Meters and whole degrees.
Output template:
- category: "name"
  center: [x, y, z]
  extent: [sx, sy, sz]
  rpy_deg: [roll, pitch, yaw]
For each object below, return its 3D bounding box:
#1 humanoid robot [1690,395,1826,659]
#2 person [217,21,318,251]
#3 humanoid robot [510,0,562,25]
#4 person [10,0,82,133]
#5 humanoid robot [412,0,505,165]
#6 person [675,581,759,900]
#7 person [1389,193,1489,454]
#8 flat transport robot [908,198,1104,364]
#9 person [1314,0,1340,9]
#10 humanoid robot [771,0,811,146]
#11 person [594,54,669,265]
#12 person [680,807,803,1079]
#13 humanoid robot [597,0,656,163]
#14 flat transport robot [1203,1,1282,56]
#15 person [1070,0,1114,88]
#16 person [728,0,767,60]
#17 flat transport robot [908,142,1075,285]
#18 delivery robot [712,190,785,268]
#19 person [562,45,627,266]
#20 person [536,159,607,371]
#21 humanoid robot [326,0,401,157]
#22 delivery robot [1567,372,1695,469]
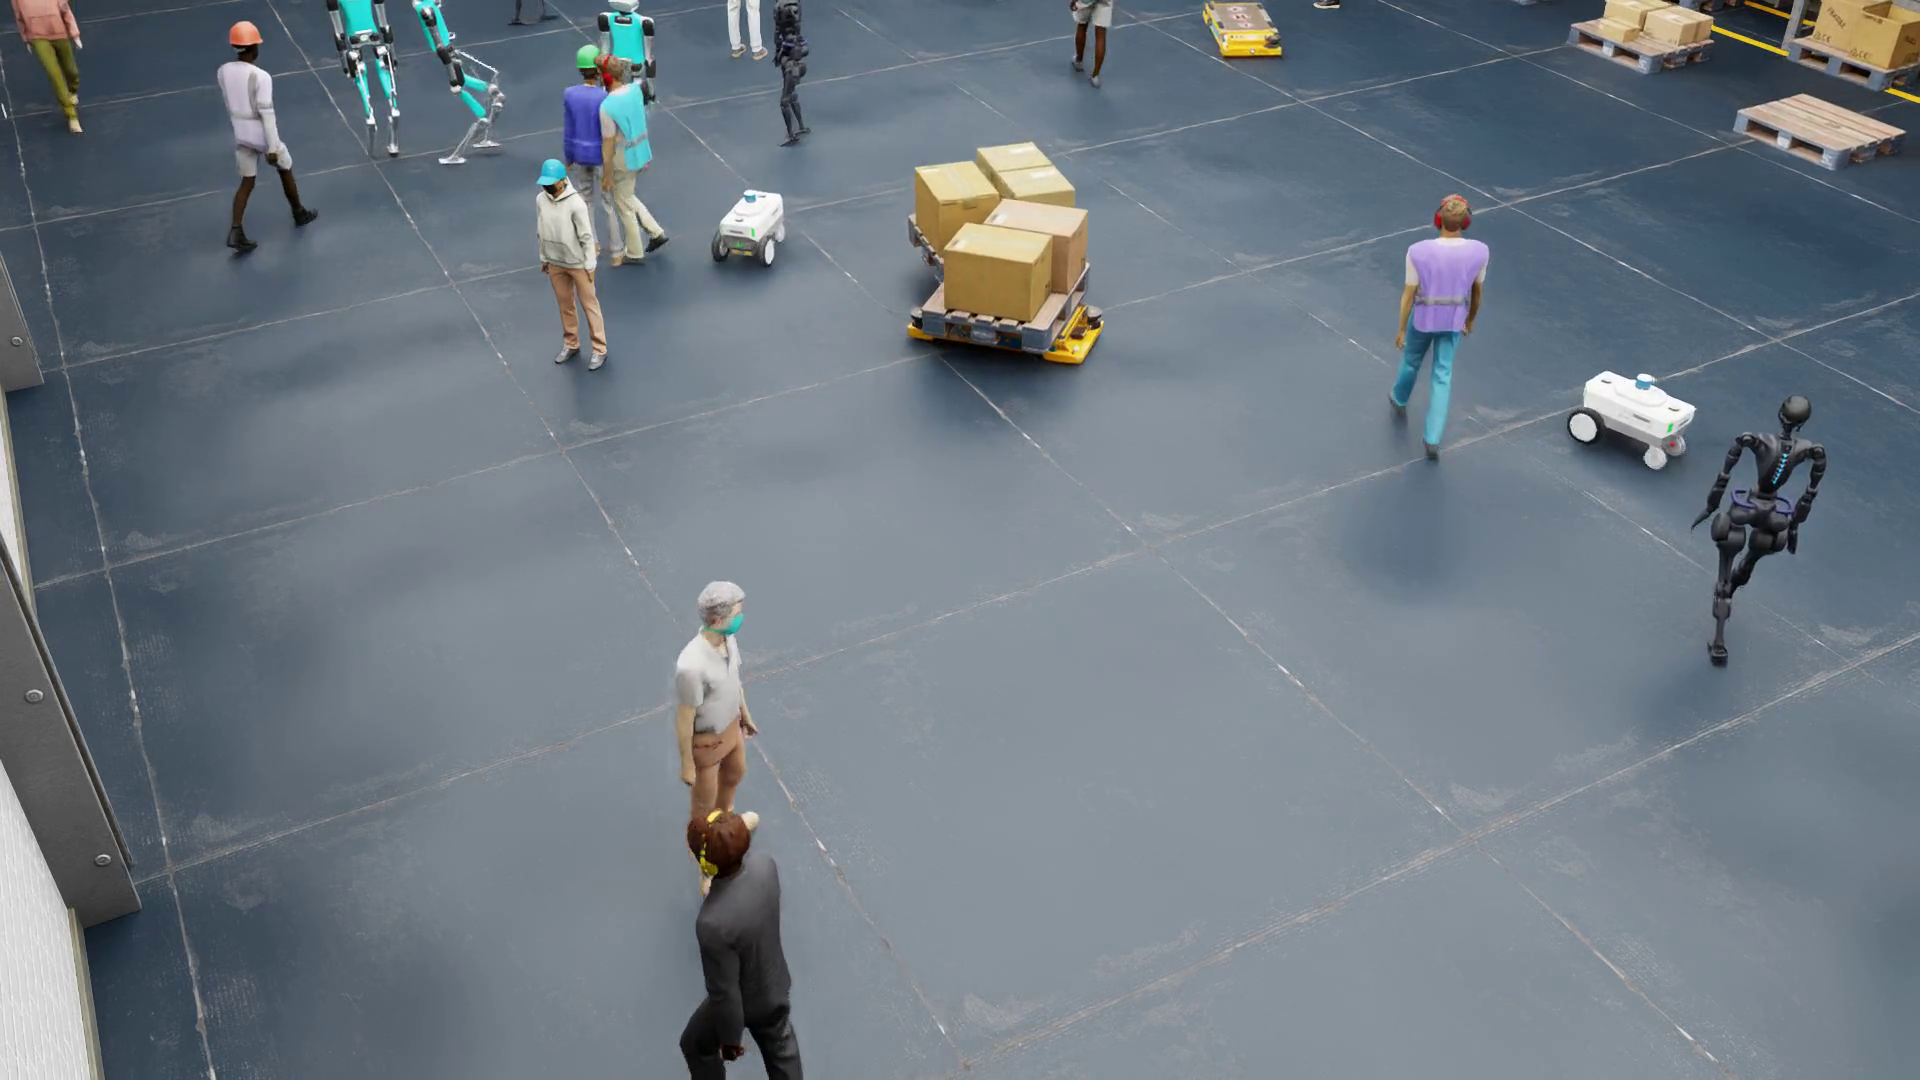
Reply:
- category: "humanoid robot"
  center: [4.627, -0.124, 9.717]
  extent: [0.588, 1.630, 0.793]
  rpy_deg: [8, 36, 12]
- category: "person"
  center: [-6.062, -3.443, 14.232]
  extent: [0.550, 1.882, 1.007]
  rpy_deg: [11, 36, 15]
- category: "humanoid robot"
  center: [-5.010, -6.824, 19.243]
  extent: [0.664, 1.632, 0.602]
  rpy_deg: [-6, 35, -9]
- category: "person"
  center: [-9.091, -5.062, 16.615]
  extent: [0.522, 1.802, 0.862]
  rpy_deg: [-18, 39, -23]
- category: "humanoid robot"
  center: [-4.682, -4.448, 15.795]
  extent: [0.877, 1.762, 0.548]
  rpy_deg: [-12, 37, -16]
- category: "person"
  center: [-1.209, 0.971, 8.079]
  extent: [0.302, 1.710, 0.624]
  rpy_deg: [13, 37, 17]
- category: "person"
  center: [3.318, -1.535, 11.580]
  extent: [0.576, 1.801, 0.909]
  rpy_deg: [1, 35, 2]
- category: "flat transport robot"
  center: [0.366, -1.720, 13.171]
  extent: [1.431, 0.231, 0.659]
  rpy_deg: [11, 37, 16]
- category: "person"
  center: [4.462, -7.320, 19.697]
  extent: [0.381, 1.958, 0.613]
  rpy_deg: [4, 35, 6]
- category: "humanoid robot"
  center: [-1.683, -4.724, 16.234]
  extent: [0.428, 1.645, 0.611]
  rpy_deg: [-16, 38, -21]
- category: "person"
  center: [-2.792, -3.137, 13.835]
  extent: [0.451, 1.830, 0.564]
  rpy_deg: [9, 36, 13]
- category: "person"
  center: [-0.966, 1.784, 6.784]
  extent: [0.727, 1.848, 0.534]
  rpy_deg: [16, 38, 21]
- category: "humanoid robot"
  center: [-3.094, -4.016, 15.227]
  extent: [0.549, 1.773, 1.036]
  rpy_deg: [6, 35, 8]
- category: "flat transport robot"
  center: [3.233, -5.882, 19.113]
  extent: [0.659, 0.231, 1.431]
  rpy_deg: [-1, 35, -2]
- category: "person"
  center: [1.418, -5.842, 17.632]
  extent: [0.570, 1.899, 0.898]
  rpy_deg: [-3, 35, -4]
- category: "person"
  center: [-2.387, -6.217, 18.191]
  extent: [0.573, 1.880, 0.361]
  rpy_deg: [10, 36, 14]
- category: "flat transport robot"
  center: [0.274, -2.325, 14.035]
  extent: [0.659, 0.231, 1.431]
  rpy_deg: [-10, 36, -14]
- category: "delivery robot"
  center: [-1.790, -2.725, 14.349]
  extent: [0.499, 0.586, 0.765]
  rpy_deg: [9, 36, 13]
- category: "person"
  center: [-3.051, -3.192, 13.890]
  extent: [0.535, 1.866, 0.408]
  rpy_deg: [4, 35, 6]
- category: "person"
  center: [-2.935, -2.058, 12.434]
  extent: [0.475, 1.669, 0.388]
  rpy_deg: [13, 37, 18]
- category: "humanoid robot"
  center: [-5.577, -4.437, 15.804]
  extent: [0.538, 1.836, 0.685]
  rpy_deg: [-15, 38, -21]
- category: "delivery robot"
  center: [4.755, -0.893, 11.739]
  extent: [0.499, 0.592, 0.795]
  rpy_deg: [-27, 43, -33]
